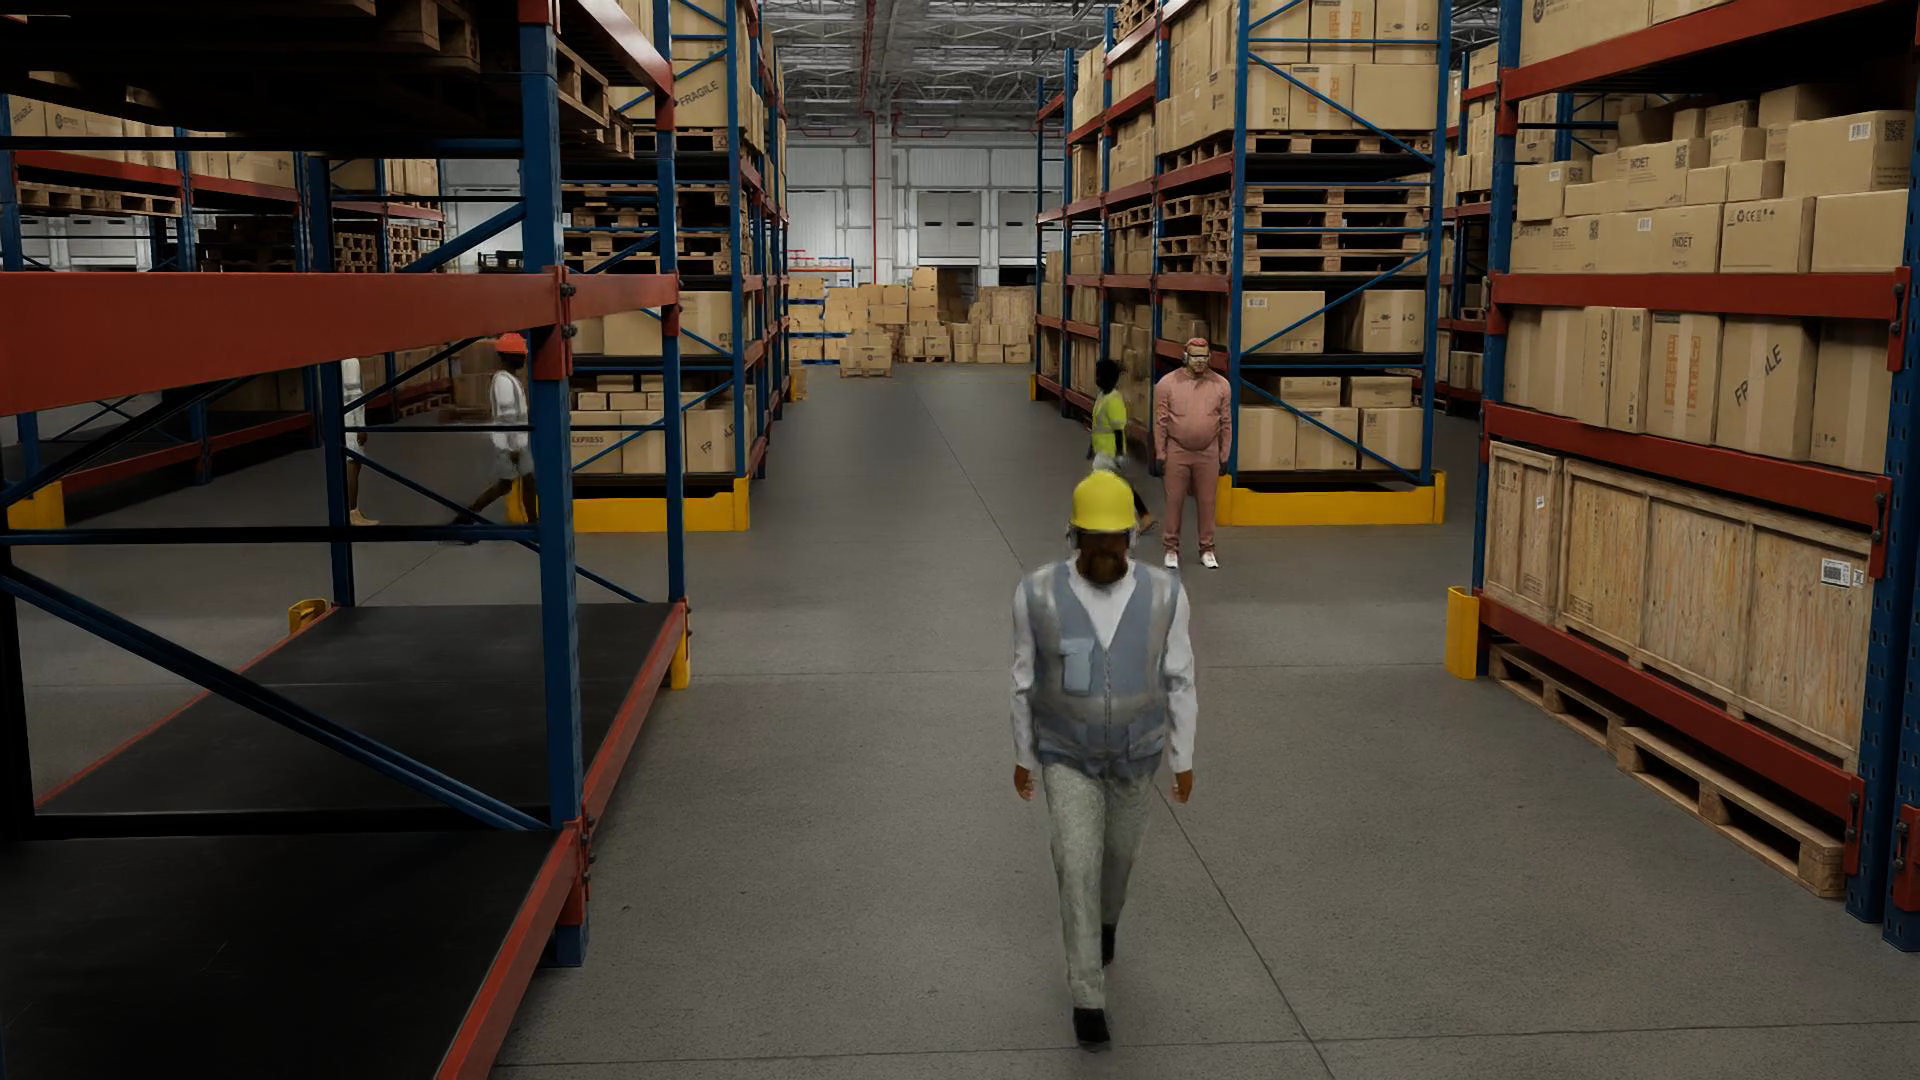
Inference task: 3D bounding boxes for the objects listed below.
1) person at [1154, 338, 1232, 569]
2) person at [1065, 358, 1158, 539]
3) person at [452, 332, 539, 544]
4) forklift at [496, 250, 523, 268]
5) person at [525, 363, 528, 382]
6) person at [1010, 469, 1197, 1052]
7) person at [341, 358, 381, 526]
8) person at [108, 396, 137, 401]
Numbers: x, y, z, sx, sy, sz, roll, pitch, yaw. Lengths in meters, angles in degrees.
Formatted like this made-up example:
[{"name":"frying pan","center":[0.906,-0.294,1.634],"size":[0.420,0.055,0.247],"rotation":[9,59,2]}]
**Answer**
[{"name":"person","center":[1.916,-0.706,13.653],"size":[0.642,1.900,0.401],"rotation":[0,9,0]},{"name":"person","center":[1.416,-0.826,15.130],"size":[0.854,1.663,0.523],"rotation":[-1,9,-5]},{"name":"person","center":[-4.052,-0.890,14.780],"size":[0.880,1.915,0.551],"rotation":[-1,9,-3]},{"name":"forklift","center":[-7.501,-3.626,28.895],"size":[1.129,2.768,1.873],"rotation":[-1,9,-4]},{"name":"person","center":[-5.387,-1.859,21.667],"size":[0.531,1.643,0.902],"rotation":[0,9,-1]},{"name":"person","center":[0.463,0.647,5.460],"size":[0.600,1.803,0.873],"rotation":[0,9,-3]},{"name":"person","center":[-5.761,-1.114,15.745],"size":[0.393,2.041,0.614],"rotation":[-8,12,-42]},{"name":"person","center":[-16.169,-3.451,31.799],"size":[0.834,1.602,0.526],"rotation":[0,9,1]}]
